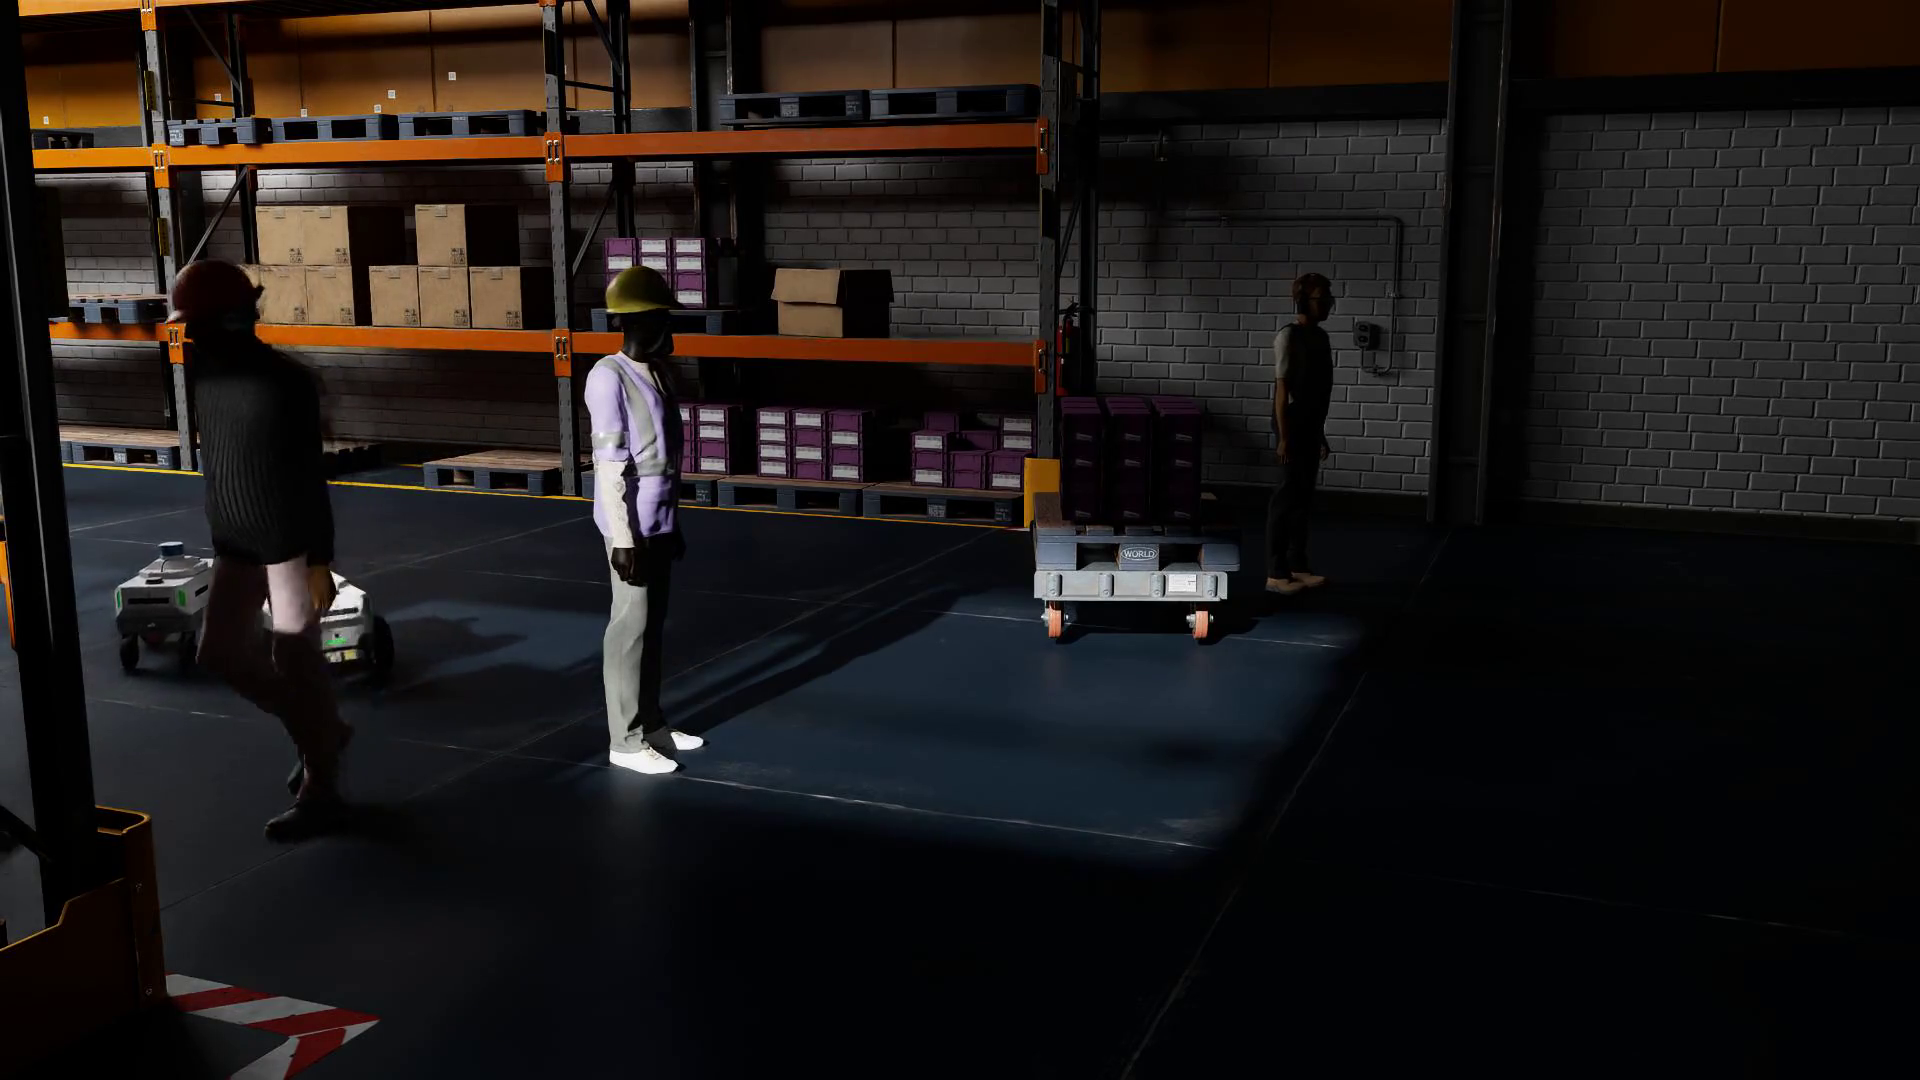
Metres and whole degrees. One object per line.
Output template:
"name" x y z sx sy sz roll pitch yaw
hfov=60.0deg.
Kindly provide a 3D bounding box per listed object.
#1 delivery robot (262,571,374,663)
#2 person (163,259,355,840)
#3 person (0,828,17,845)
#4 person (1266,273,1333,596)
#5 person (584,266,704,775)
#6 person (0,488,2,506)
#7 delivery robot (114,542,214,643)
"delivery robot" -3.030 0.308 7.822 0.477 0.478 0.707 -7 13 -36
"person" -2.350 0.035 5.691 0.718 1.963 0.502 5 12 28
"person" -3.421 0.260 5.399 0.651 1.614 0.518 4 11 19
"person" 1.979 -0.611 9.609 0.347 1.846 0.505 8 13 38
"person" -1.219 -0.079 6.410 0.354 1.930 0.587 2 10 9
"person" -7.369 -1.185 12.820 0.429 1.844 0.627 9 13 41
"delivery robot" -3.835 0.253 8.129 0.477 0.478 0.707 -1 10 -6
